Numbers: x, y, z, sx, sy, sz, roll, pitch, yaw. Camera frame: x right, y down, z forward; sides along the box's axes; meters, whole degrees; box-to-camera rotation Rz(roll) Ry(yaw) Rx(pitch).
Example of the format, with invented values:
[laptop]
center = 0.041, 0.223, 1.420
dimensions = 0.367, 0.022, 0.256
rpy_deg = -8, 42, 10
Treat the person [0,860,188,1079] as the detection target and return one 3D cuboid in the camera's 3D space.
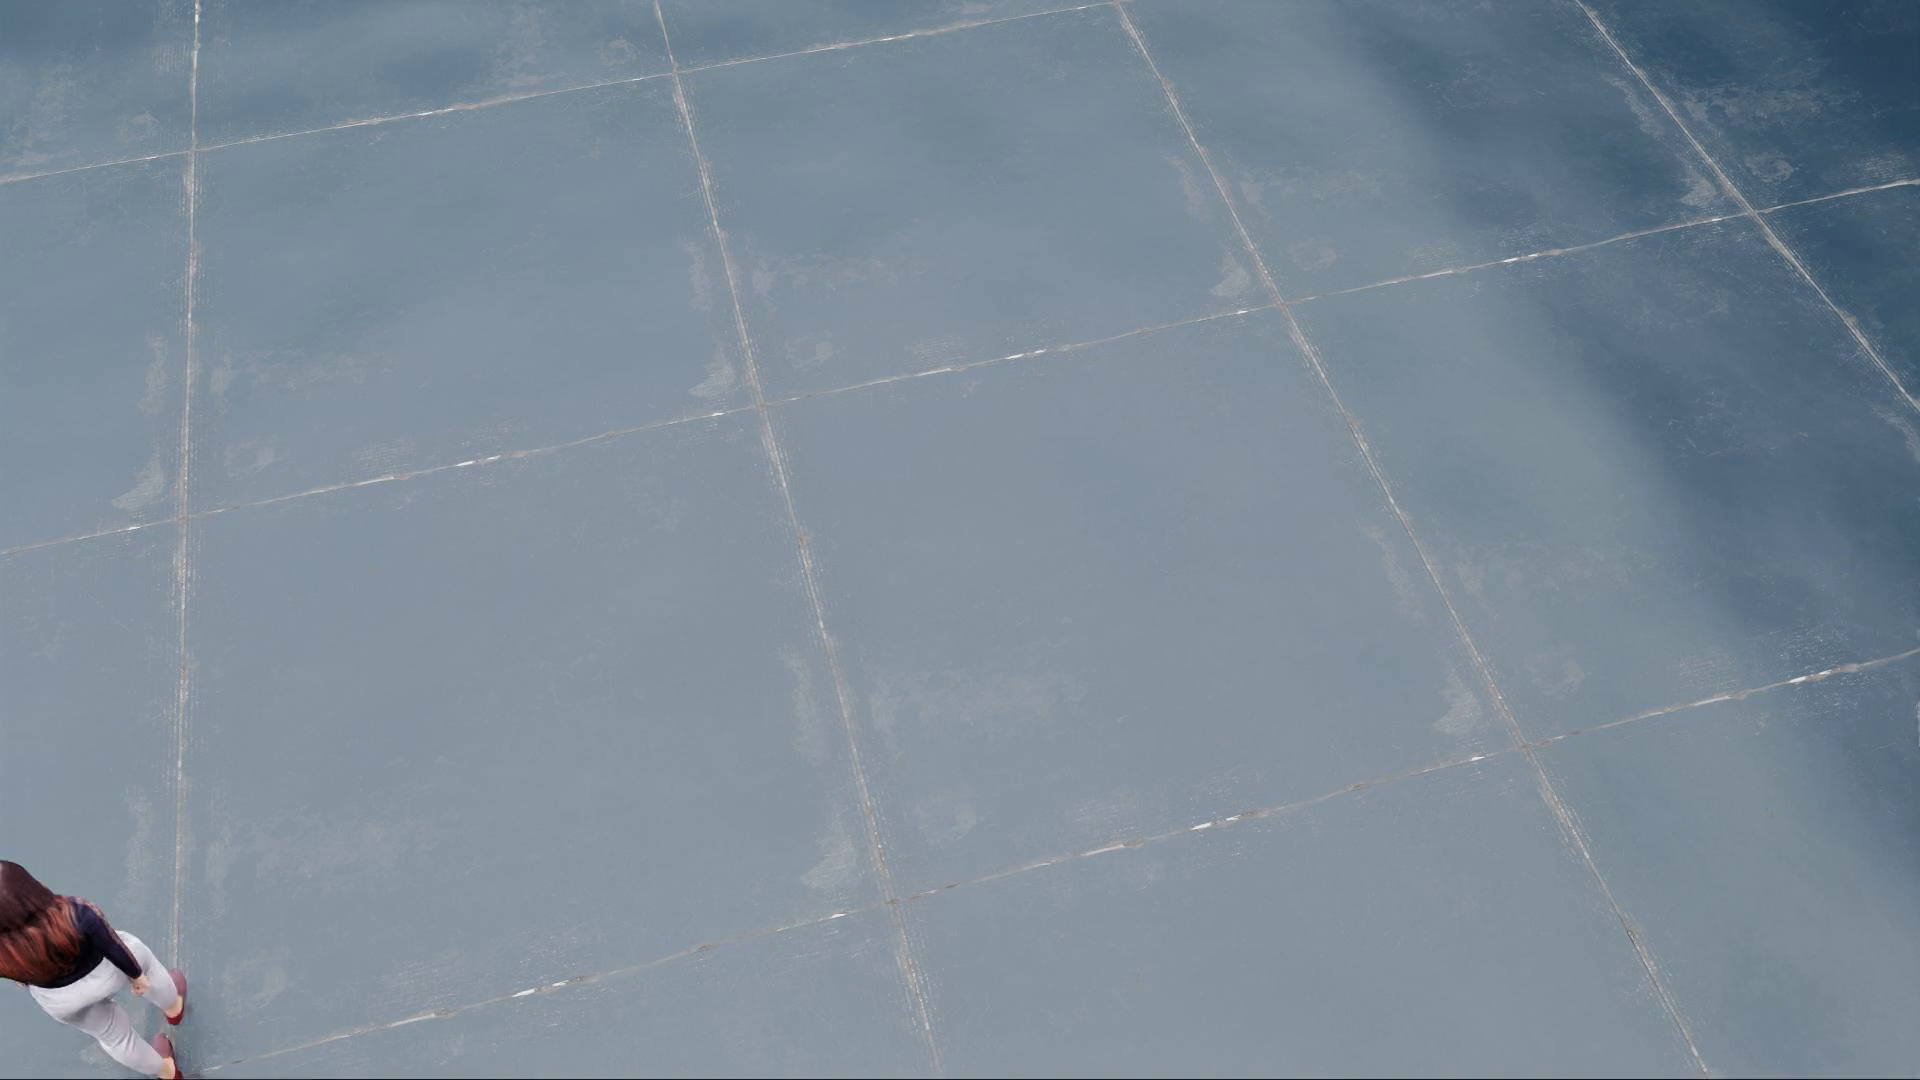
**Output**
[person]
center = -3.202, 1.650, 6.114
dimensions = 0.697, 1.591, 0.786
rpy_deg = -24, 56, -18
